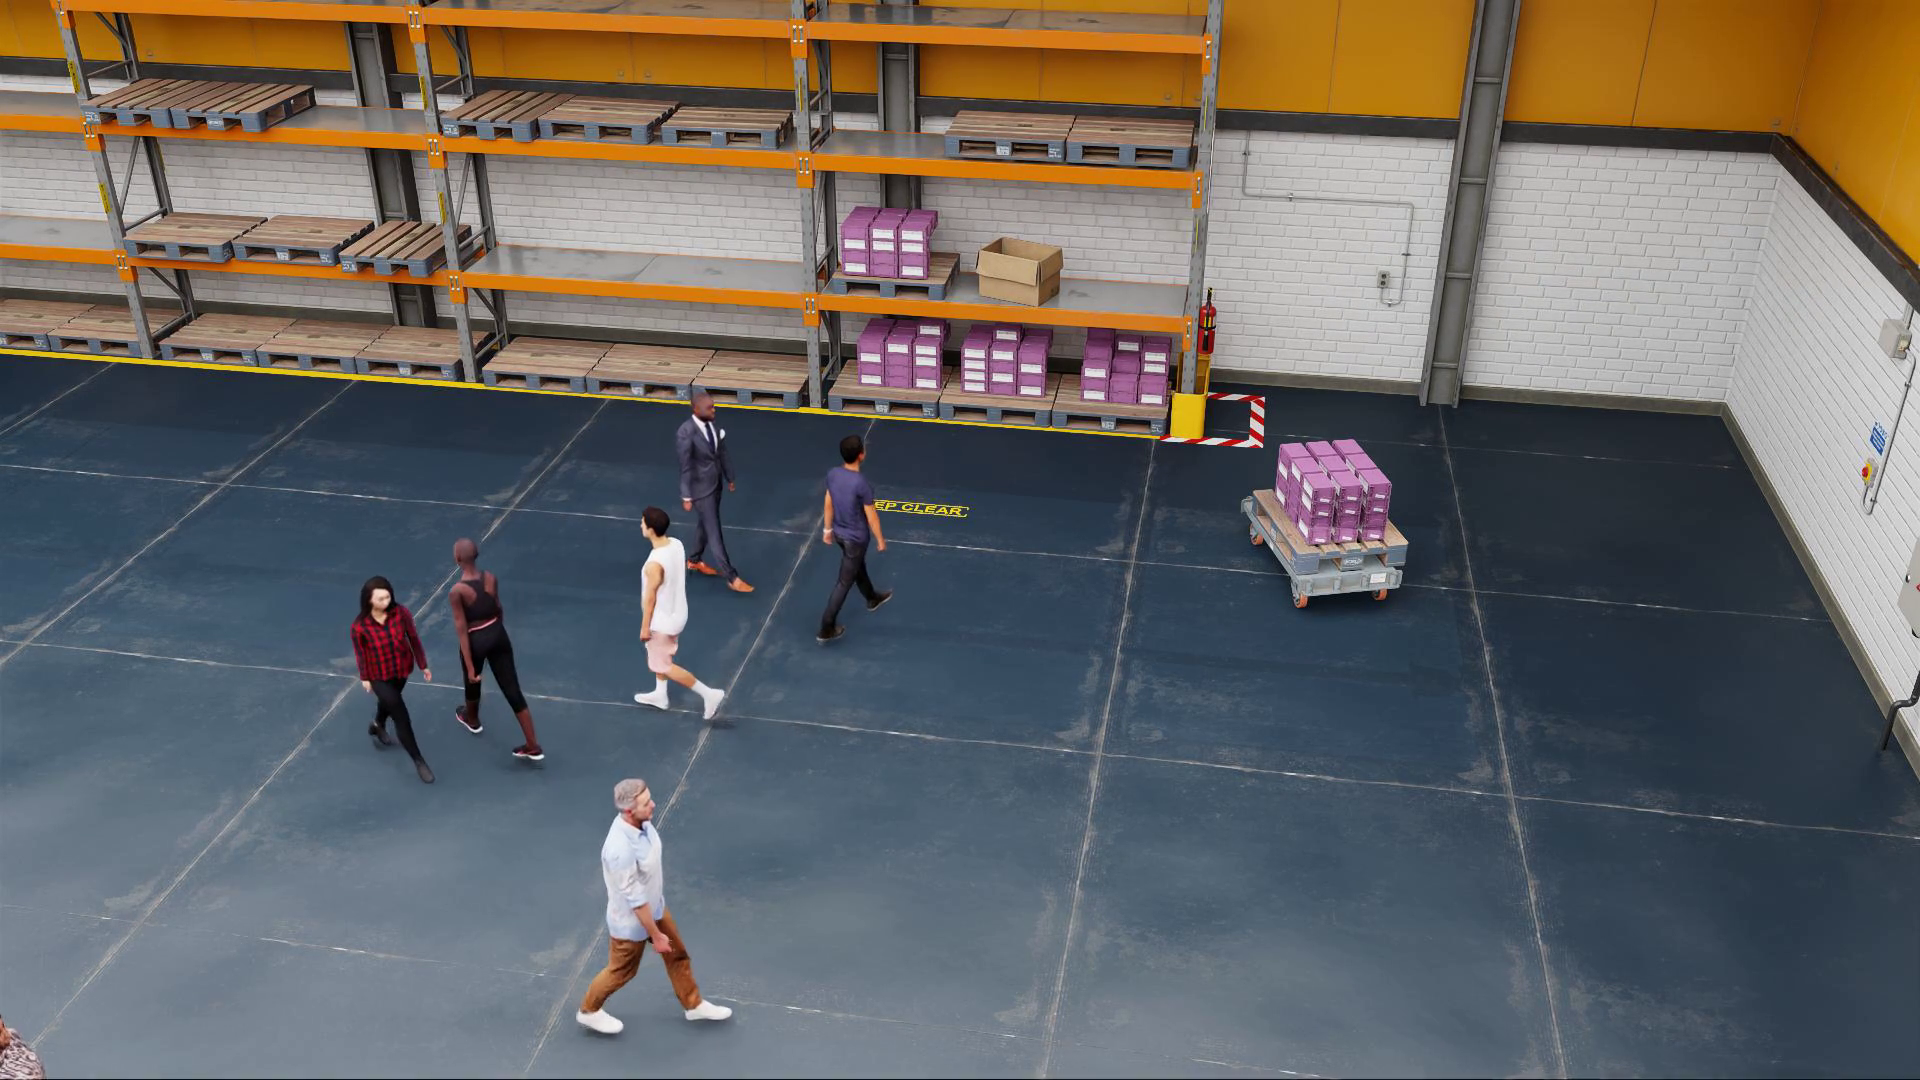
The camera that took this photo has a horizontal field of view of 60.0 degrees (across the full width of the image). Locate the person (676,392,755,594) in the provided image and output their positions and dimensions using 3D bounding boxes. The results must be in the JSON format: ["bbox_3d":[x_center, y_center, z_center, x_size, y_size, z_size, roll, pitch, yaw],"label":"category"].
[{"bbox_3d":[-2.259,-0.451,14.428,1.118,1.794,0.898,14,31,24],"label":"person"}]

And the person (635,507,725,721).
[{"bbox_3d":[-2.154,0.597,12.537,0.995,1.765,0.634,6,29,11],"label":"person"}]

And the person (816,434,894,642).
[{"bbox_3d":[-0.953,0.027,13.608,1.195,1.740,1.132,24,37,37],"label":"person"}]

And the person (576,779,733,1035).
[{"bbox_3d":[-1.950,2.170,9.628,1.132,1.789,0.703,4,29,7],"label":"person"}]

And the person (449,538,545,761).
[{"bbox_3d":[-3.395,0.859,12.133,1.279,1.693,1.058,22,36,35],"label":"person"}]

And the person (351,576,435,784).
[{"bbox_3d":[-4.190,0.943,12.069,1.156,1.606,0.981,25,37,38],"label":"person"}]
